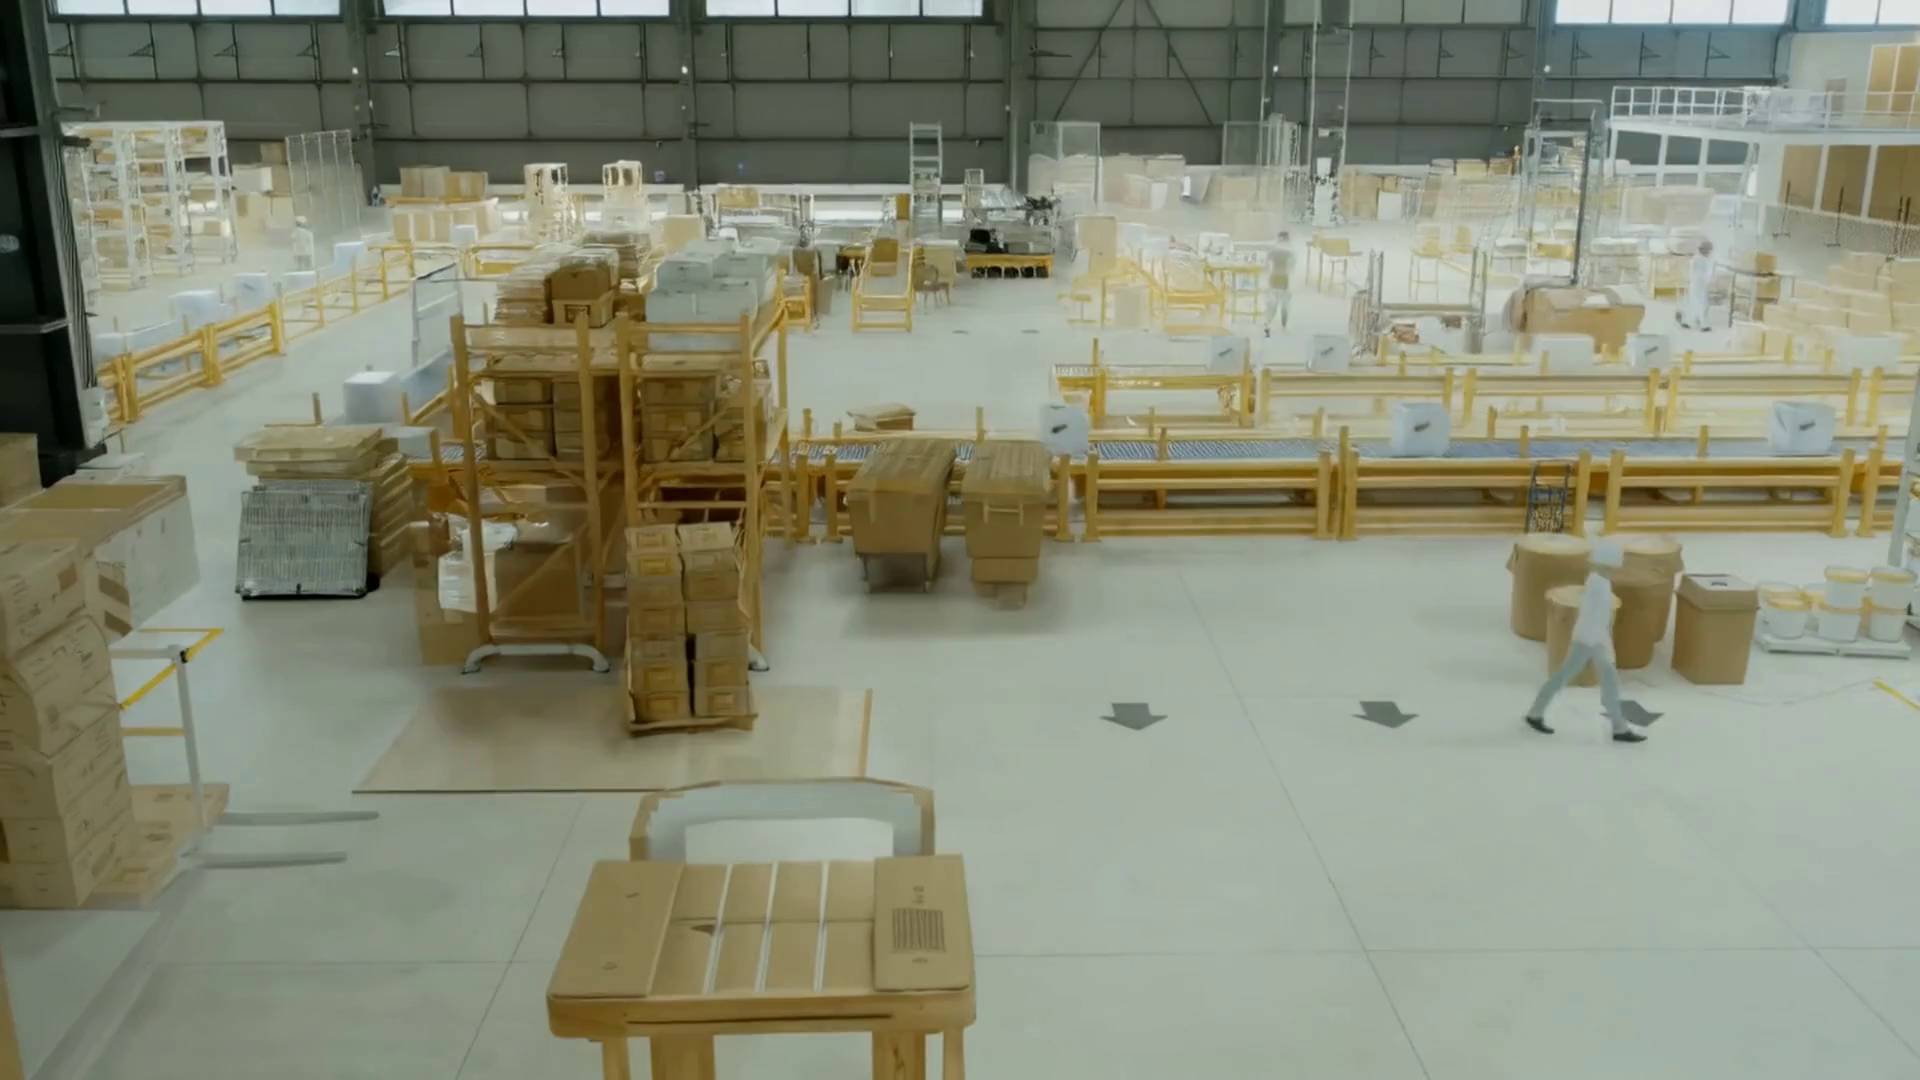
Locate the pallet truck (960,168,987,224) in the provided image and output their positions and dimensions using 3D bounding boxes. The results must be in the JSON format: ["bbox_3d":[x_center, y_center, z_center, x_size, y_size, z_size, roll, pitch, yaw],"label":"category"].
[{"bbox_3d":[0.383,-10.230,50.206,0.823,1.965,1.885,-1,16,-3],"label":"pallet truck"}]

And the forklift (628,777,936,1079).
[{"bbox_3d":[-0.542,2.165,5.552,1.129,2.768,1.873,-1,16,-2],"label":"forklift"}]

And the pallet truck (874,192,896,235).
[{"bbox_3d":[-2.277,-9.986,50.594,0.653,1.274,1.630,0,16,-1],"label":"pallet truck"}]

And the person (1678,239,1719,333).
[{"bbox_3d":[14.346,-4.924,32.180,0.585,1.774,0.974,-8,18,-25],"label":"person"}]

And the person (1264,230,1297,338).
[{"bbox_3d":[5.993,-4.797,31.290,0.609,2.023,0.866,9,18,28],"label":"person"}]

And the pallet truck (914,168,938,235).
[{"bbox_3d":[-0.989,-10.316,50.507,0.823,1.965,1.885,1,16,3],"label":"pallet truck"}]

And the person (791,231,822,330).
[{"bbox_3d":[-2.998,-5.046,32.372,0.647,1.899,0.399,5,17,18],"label":"person"}]

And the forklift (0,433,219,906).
[{"bbox_3d":[-5.952,0.780,10.366,1.873,2.768,1.129,0,16,-1],"label":"forklift"}]

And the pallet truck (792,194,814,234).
[{"bbox_3d":[-4.814,-9.883,50.259,0.704,1.261,1.522,-1,16,-3],"label":"pallet truck"}]

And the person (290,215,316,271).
[{"bbox_3d":[-14.697,-6.375,37.228,0.539,1.750,0.578,-1,16,-3],"label":"person"}]

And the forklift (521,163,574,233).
[{"bbox_3d":[-12.233,-10.122,49.298,1.157,1.987,2.680,0,16,-1],"label":"forklift"}]

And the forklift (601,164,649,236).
[{"bbox_3d":[-9.948,-10.127,49.296,1.157,1.987,2.680,-1,16,-3],"label":"forklift"}]

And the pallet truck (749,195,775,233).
[{"bbox_3d":[-6.051,-9.967,50.660,0.680,1.201,1.601,0,16,-1],"label":"pallet truck"}]

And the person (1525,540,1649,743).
[{"bbox_3d":[4.832,0.769,12.715,0.904,1.579,0.517,11,19,33],"label":"person"}]
